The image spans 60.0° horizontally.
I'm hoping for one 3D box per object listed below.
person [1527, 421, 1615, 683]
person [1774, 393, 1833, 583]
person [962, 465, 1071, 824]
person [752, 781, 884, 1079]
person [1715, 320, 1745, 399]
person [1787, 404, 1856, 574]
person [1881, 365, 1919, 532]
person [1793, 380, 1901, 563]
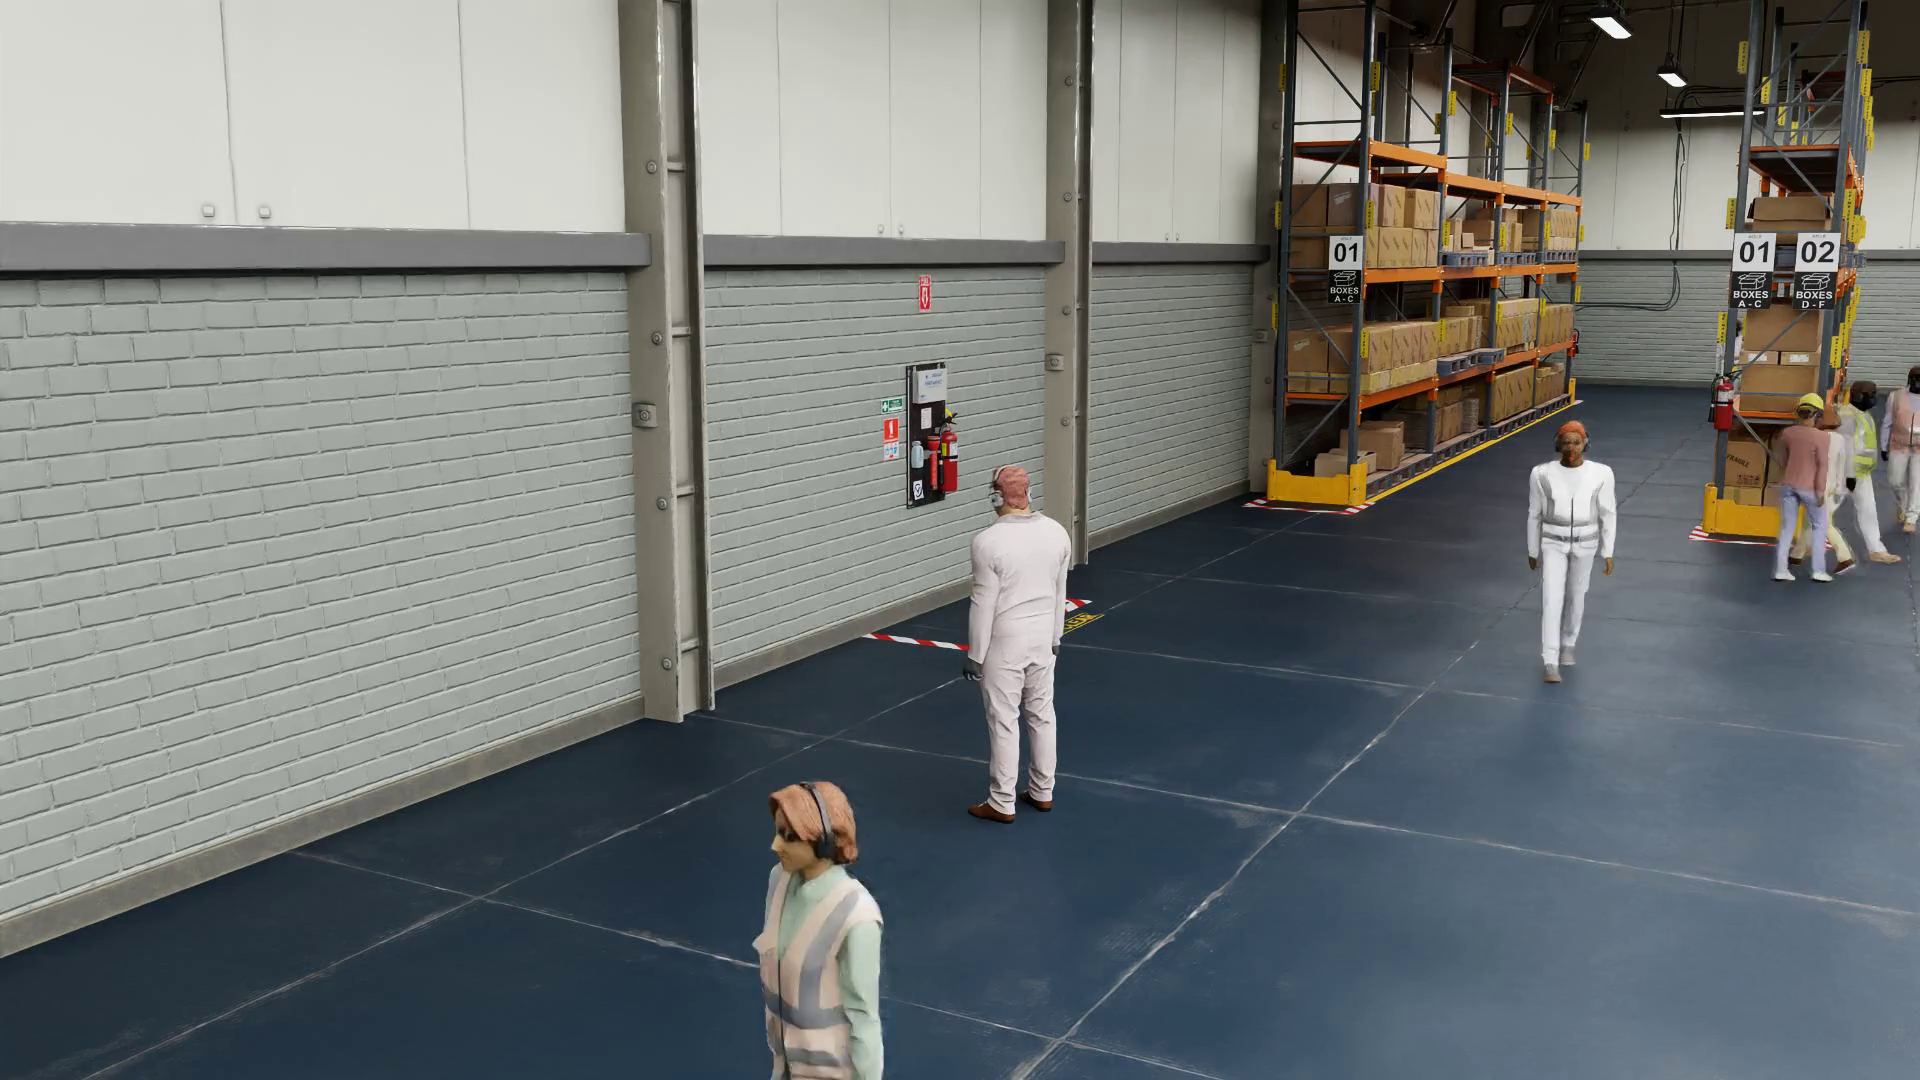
[{"bbox_3d":[4.362,0.057,11.923,0.581,1.844,0.950,3,10,15],"label":"person"},{"bbox_3d":[7.758,-0.475,15.275,0.562,1.743,0.543,-4,11,-25],"label":"person"},{"bbox_3d":[0.276,0.550,8.836,0.639,1.902,0.407,-8,12,-38],"label":"person"},{"bbox_3d":[-0.328,1.426,4.528,0.553,1.625,0.521,-7,12,-34],"label":"person"},{"bbox_3d":[14.002,-3.064,30.161,0.600,1.830,0.954,6,11,30],"label":"person"},{"bbox_3d":[8.213,-0.488,15.803,0.501,1.605,0.816,-6,11,-32],"label":"person"},{"bbox_3d":[10.470,-1.019,18.267,0.632,1.824,0.721,7,12,37],"label":"person"},{"bbox_3d":[8.767,-0.682,16.385,0.640,1.795,0.964,-9,13,-42],"label":"person"}]
